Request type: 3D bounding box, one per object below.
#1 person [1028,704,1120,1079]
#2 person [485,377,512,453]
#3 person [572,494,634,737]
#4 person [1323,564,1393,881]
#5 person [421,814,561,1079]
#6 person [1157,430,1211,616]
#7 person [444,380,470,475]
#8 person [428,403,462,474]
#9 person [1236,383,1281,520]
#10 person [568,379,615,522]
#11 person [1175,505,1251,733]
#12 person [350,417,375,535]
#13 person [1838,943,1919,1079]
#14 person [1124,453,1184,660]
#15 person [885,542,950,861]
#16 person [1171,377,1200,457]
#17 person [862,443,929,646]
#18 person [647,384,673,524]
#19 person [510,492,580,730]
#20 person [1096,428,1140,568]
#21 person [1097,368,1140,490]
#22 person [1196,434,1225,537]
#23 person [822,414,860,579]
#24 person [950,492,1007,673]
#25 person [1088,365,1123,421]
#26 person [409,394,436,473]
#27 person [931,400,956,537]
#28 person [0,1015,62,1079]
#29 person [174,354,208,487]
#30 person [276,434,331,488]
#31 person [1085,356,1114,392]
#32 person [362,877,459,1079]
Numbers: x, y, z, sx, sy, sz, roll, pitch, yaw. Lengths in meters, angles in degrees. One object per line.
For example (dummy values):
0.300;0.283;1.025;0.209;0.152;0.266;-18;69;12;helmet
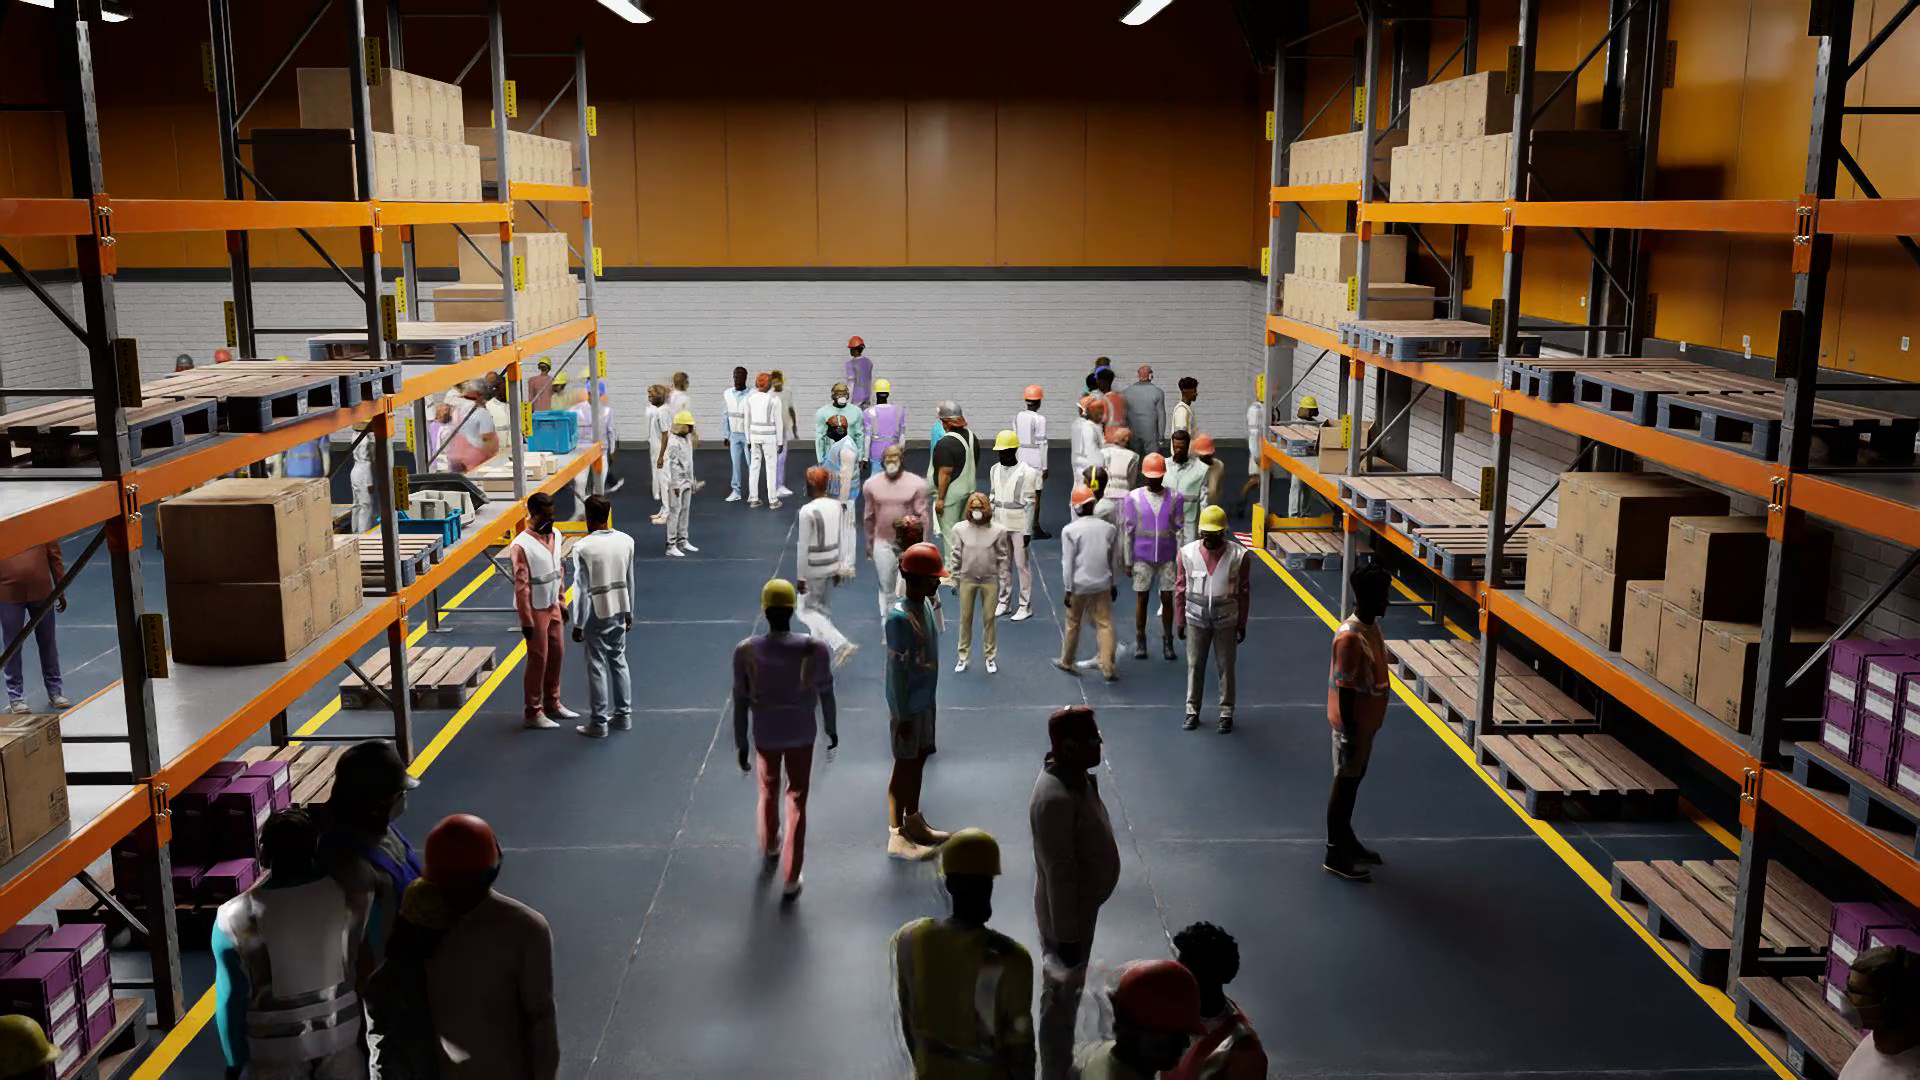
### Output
0.520;1.674;7.564;0.411;1.913;0.643;1;11;7;person
-6.082;-1.226;22.109;0.382;1.912;0.587;8;14;35;person
-2.779;0.588;13.030;0.402;1.908;0.598;7;13;33;person
2.466;1.102;10.293;0.362;1.963;0.614;5;12;25;person
-1.757;1.935;6.075;0.620;1.985;0.408;3;12;16;person
2.227;-0.174;16.829;0.589;1.913;0.393;4;12;18;person
-6.858;-1.356;22.729;0.382;1.929;0.640;-5;12;-24;person
-6.635;-0.951;21.432;0.530;1.631;0.312;7;13;30;person
3.976;-1.191;21.961;0.505;1.910;0.595;11;15;43;person
-4.804;-1.148;21.675;0.639;1.925;0.528;-7;13;-32;person
1.979;0.618;13.098;0.585;1.824;0.405;3;12;15;person
-7.173;-0.727;20.067;0.375;1.733;0.487;-6;13;-27;person
2.808;2.154;5.086;0.356;1.938;0.633;5;12;24;person
1.770;0.150;15.188;0.549;1.924;0.387;0;11;-1;person
-0.263;1.016;10.565;0.403;2.035;0.606;3;12;16;person
2.910;-1.134;21.505;0.365;1.965;0.608;2;11;8;person
-0.607;0.001;15.978;0.634;1.912;0.869;1;11;4;person
-3.916;-1.126;21.783;0.346;1.841;0.506;-2;12;-12;person
-3.329;0.556;13.195;0.404;1.906;0.598;4;12;17;person
1.797;-0.507;19.300;0.556;1.589;0.736;0;11;1;person
2.159;-1.399;22.943;0.861;1.936;0.620;7;13;32;person
2.634;-0.315;18.049;0.584;1.704;0.804;-4;12;-21;person
-1.339;-0.491;18.613;0.429;1.838;0.625;-3;12;-14;person
0.166;0.377;14.767;0.507;1.631;0.266;1;11;4;person
2.070;-1.488;23.394;0.635;1.921;0.663;-8;14;-36;person
-8.128;-1.800;25.187;0.394;1.836;0.561;-1;11;-5;person
-0.179;-0.893;20.880;0.355;1.736;0.575;-3;12;-16;person
-2.841;2.263;5.058;0.487;1.736;0.328;9;15;39;person
-11.206;-1.703;24.174;0.686;2.000;0.536;-4;12;-21;person
-7.740;-0.783;19.642;0.622;2.017;0.882;-4;12;-21;person
2.215;-1.966;26.034;0.531;1.821;0.605;10;15;40;person
-1.918;2.052;6.123;0.487;1.738;0.320;-10;15;-42;person
